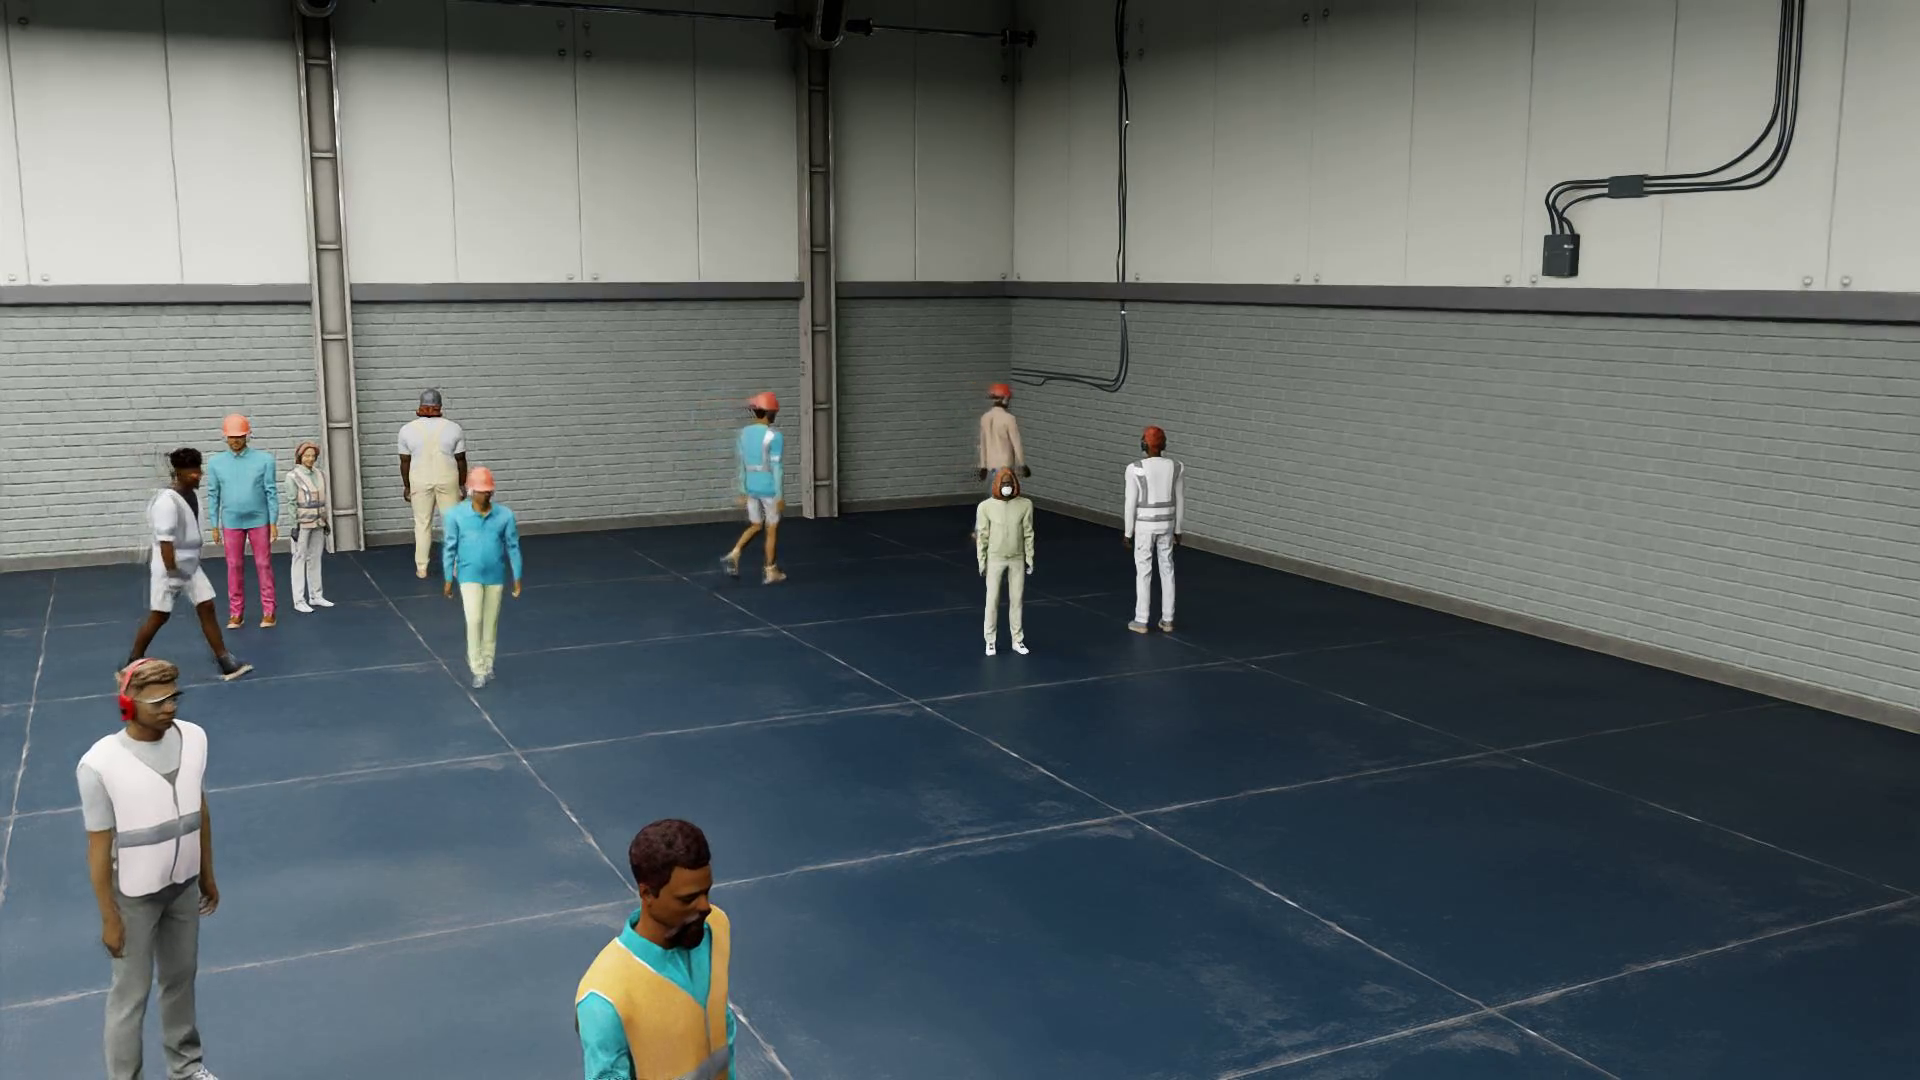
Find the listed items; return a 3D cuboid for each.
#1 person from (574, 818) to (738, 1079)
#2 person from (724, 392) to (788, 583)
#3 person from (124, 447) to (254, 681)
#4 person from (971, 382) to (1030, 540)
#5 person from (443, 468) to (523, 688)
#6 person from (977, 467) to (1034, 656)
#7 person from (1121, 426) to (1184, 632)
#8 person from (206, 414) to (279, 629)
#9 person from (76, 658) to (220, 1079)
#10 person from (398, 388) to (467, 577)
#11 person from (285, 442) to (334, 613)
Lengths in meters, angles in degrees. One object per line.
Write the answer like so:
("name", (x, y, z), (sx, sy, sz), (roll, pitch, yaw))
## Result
("person", (-0.779, 1.634, 4.382), (0.397, 1.905, 0.613), (4, 10, 22))
("person", (-2.103, -0.524, 17.299), (0.613, 2.030, 0.664), (8, 12, 39))
("person", (-6.189, 0.209, 13.172), (1.031, 1.903, 0.655), (1, 9, 6))
("person", (0.475, -0.918, 19.966), (0.953, 1.953, 0.618), (-6, 11, -35))
("person", (-3.739, 0.296, 13.138), (0.597, 1.724, 0.744), (-5, 10, -28))
("person", (0.387, 0.183, 14.185), (0.498, 1.627, 0.280), (-2, 9, -13))
("person", (1.749, -0.092, 15.104), (0.593, 1.882, 0.381), (-3, 10, -17))
("person", (-6.561, -0.165, 15.235), (0.607, 1.987, 0.411), (-3, 10, -15))
("person", (-3.110, 1.344, 6.395), (0.400, 1.835, 0.562), (3, 10, 21))
("person", (-5.644, -0.621, 17.856), (0.689, 2.000, 0.539), (-3, 10, -17))
("person", (-6.292, -0.130, 16.072), (0.315, 1.636, 0.514), (3, 10, 19))
